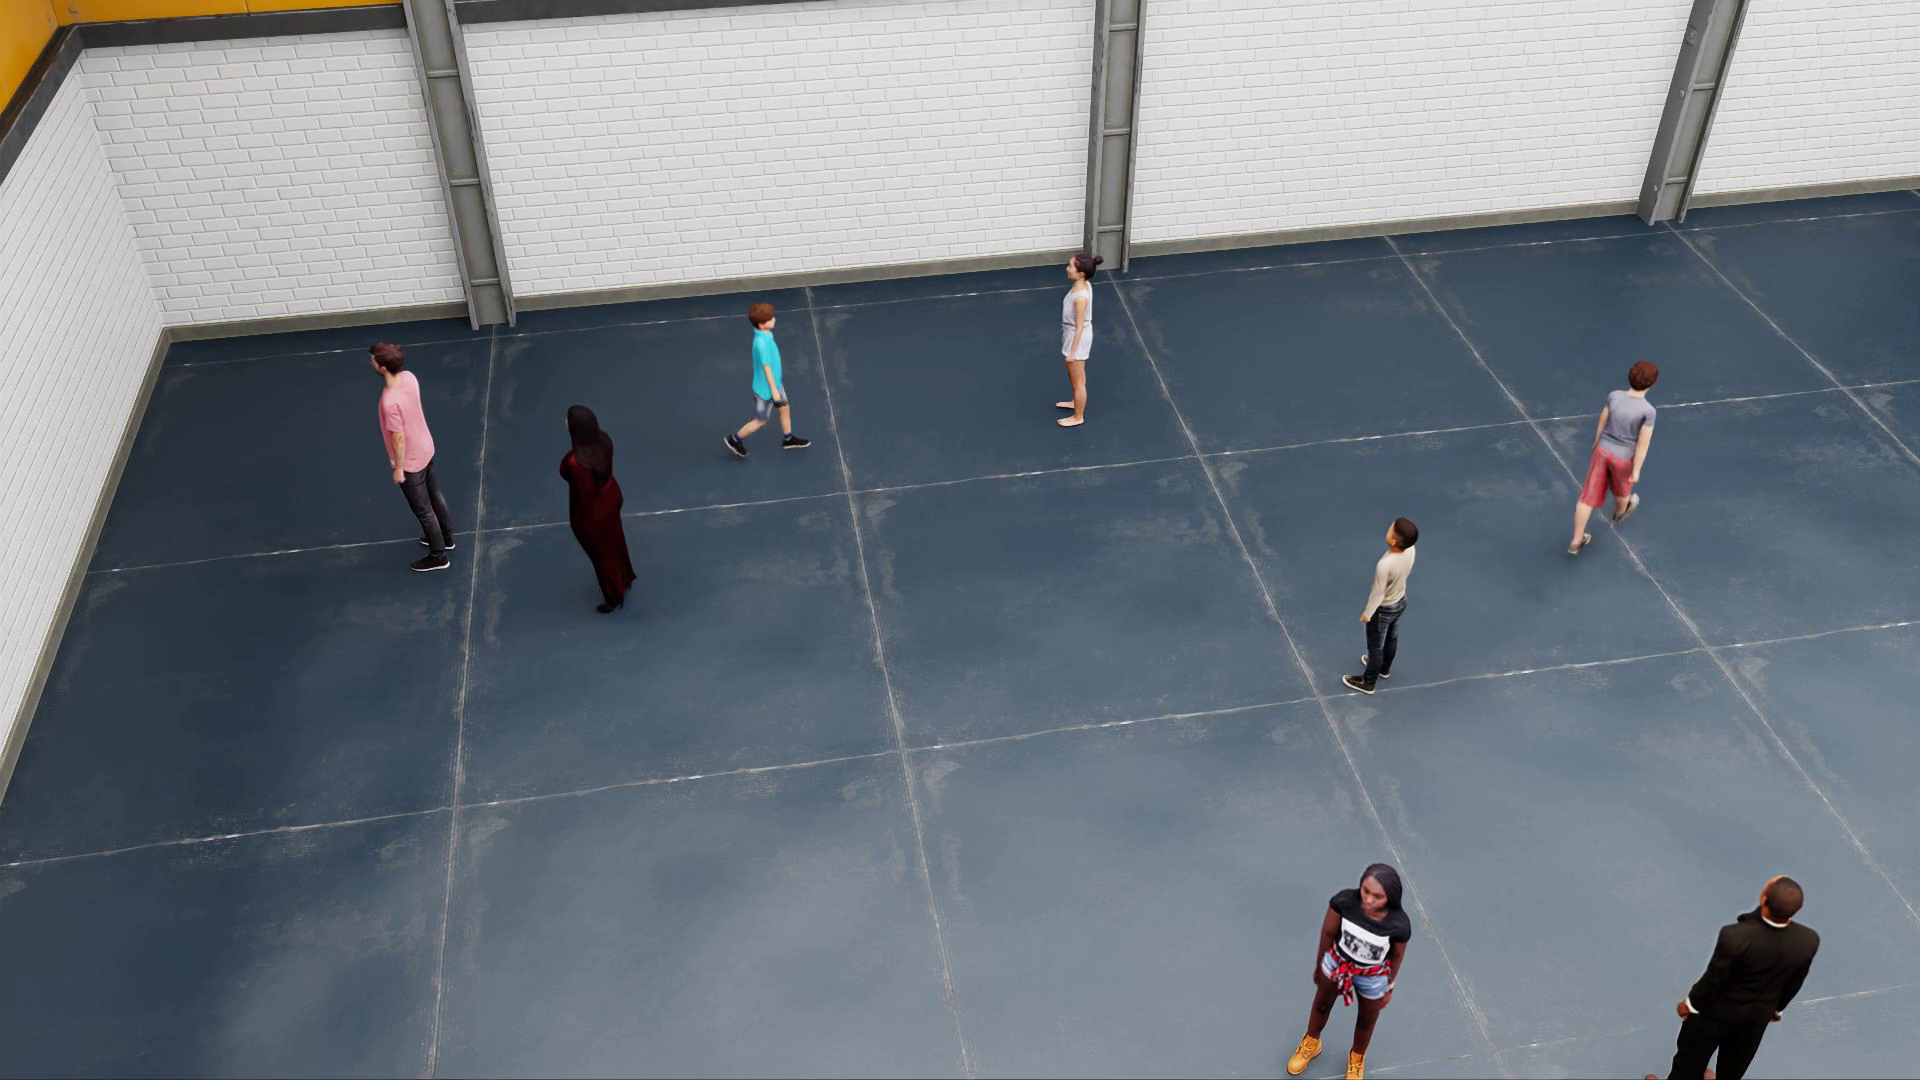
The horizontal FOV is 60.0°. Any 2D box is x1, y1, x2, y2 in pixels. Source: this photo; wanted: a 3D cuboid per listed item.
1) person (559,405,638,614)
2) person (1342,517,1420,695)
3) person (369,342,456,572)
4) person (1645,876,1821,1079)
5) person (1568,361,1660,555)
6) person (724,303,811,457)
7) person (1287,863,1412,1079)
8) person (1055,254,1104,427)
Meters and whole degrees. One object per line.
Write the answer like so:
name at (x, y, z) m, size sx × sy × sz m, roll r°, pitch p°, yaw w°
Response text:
person at (-2.641, -0.238, 12.144) m, size 0.733 × 1.756 × 0.746 m, roll 6°, pitch 39°, yaw 7°
person at (2.961, 0.442, 11.525) m, size 0.689 × 1.465 × 0.608 m, roll 30°, pitch 48°, yaw 32°
person at (-4.101, -0.635, 12.478) m, size 0.611 × 1.959 × 0.660 m, roll 1°, pitch 39°, yaw 1°
person at (4.052, 2.422, 8.693) m, size 0.609 × 1.905 × 0.781 m, roll 0°, pitch 39°, yaw 0°
person at (4.953, -0.588, 12.698) m, size 1.011 × 1.611 × 1.168 m, roll 31°, pitch 48°, yaw 33°
person at (-1.659, -1.297, 13.733) m, size 0.965 × 1.427 × 0.634 m, roll 0°, pitch 39°, yaw 1°
person at (2.130, 2.330, 8.951) m, size 0.711 × 1.728 × 0.787 m, roll 19°, pitch 42°, yaw 22°
person at (0.998, -1.714, 14.114) m, size 0.608 × 1.604 × 0.606 m, roll 1°, pitch 39°, yaw 1°
